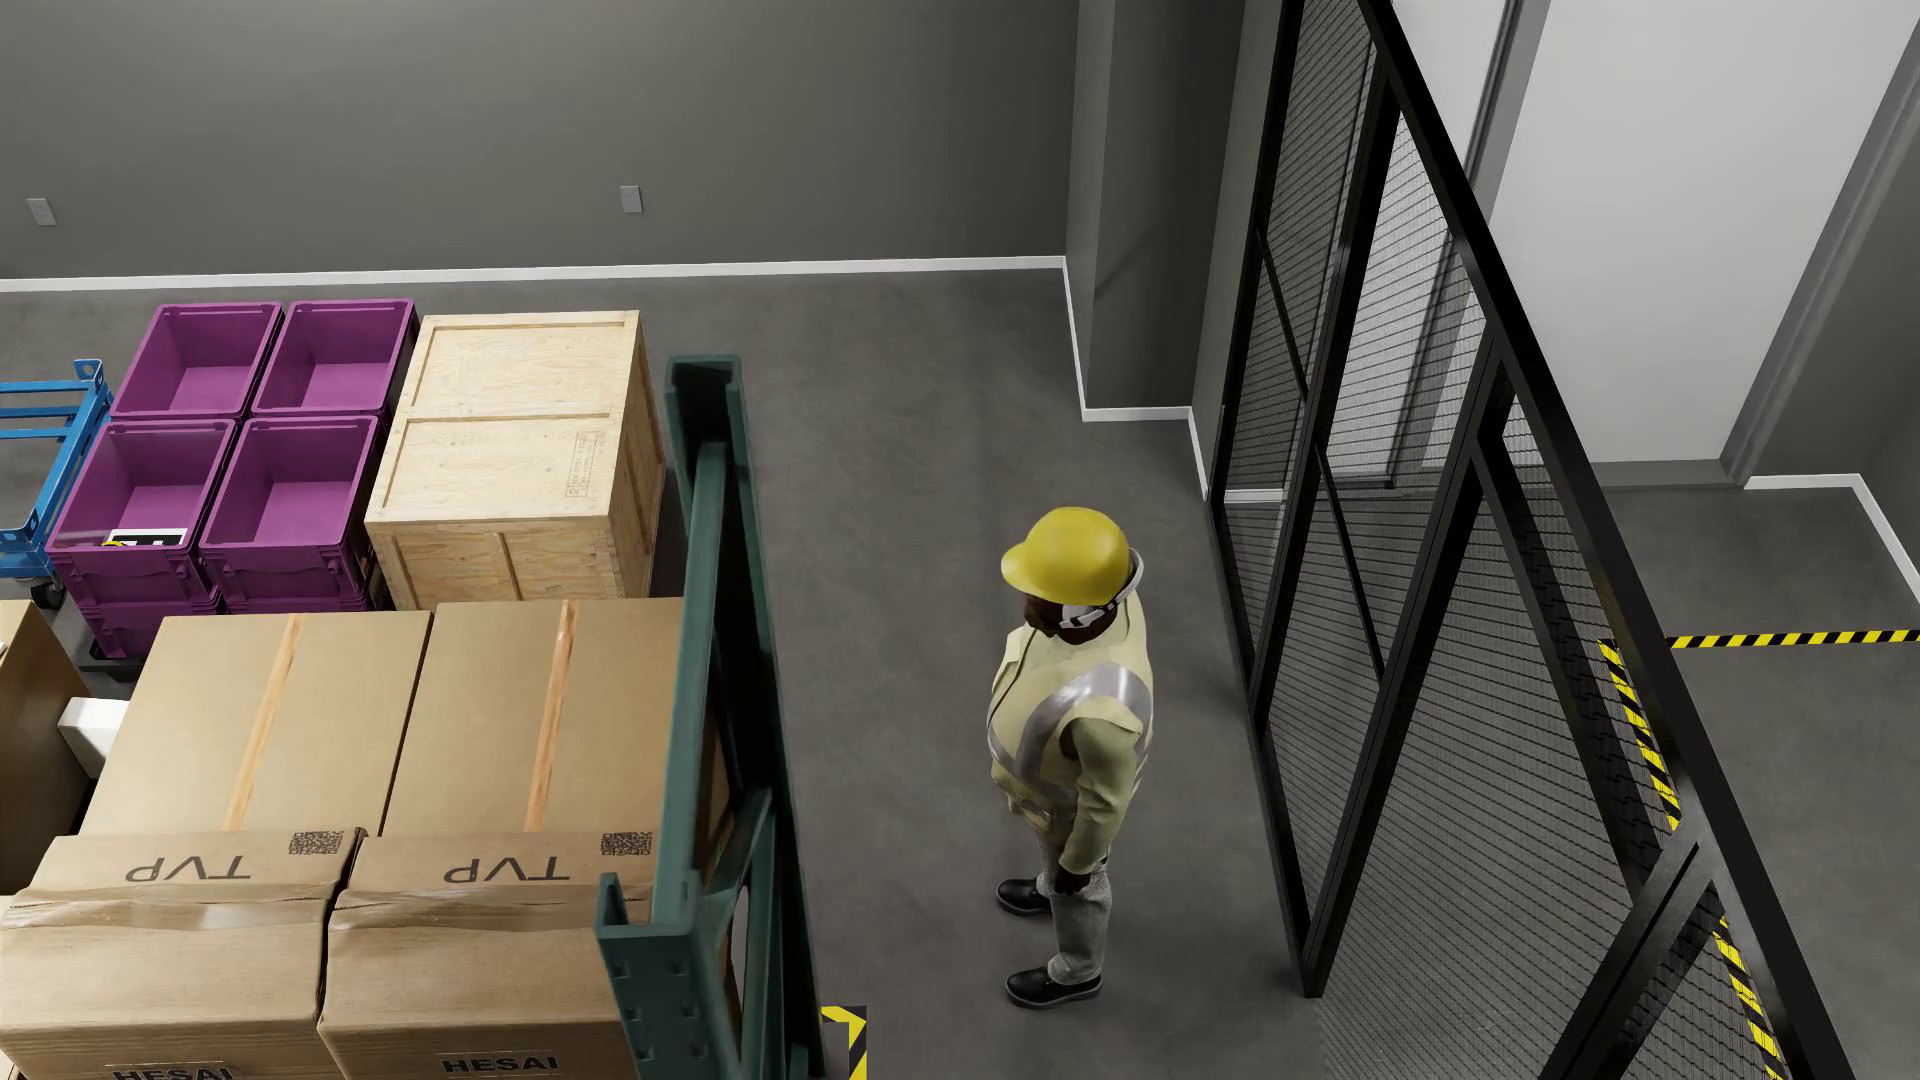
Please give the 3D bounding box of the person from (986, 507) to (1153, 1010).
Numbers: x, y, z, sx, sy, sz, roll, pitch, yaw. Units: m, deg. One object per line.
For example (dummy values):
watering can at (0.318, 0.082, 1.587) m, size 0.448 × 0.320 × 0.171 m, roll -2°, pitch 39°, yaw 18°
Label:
person at (0.268, 0.587, 4.268) m, size 0.404 × 1.830 × 0.602 m, roll -2°, pitch 46°, yaw -1°
